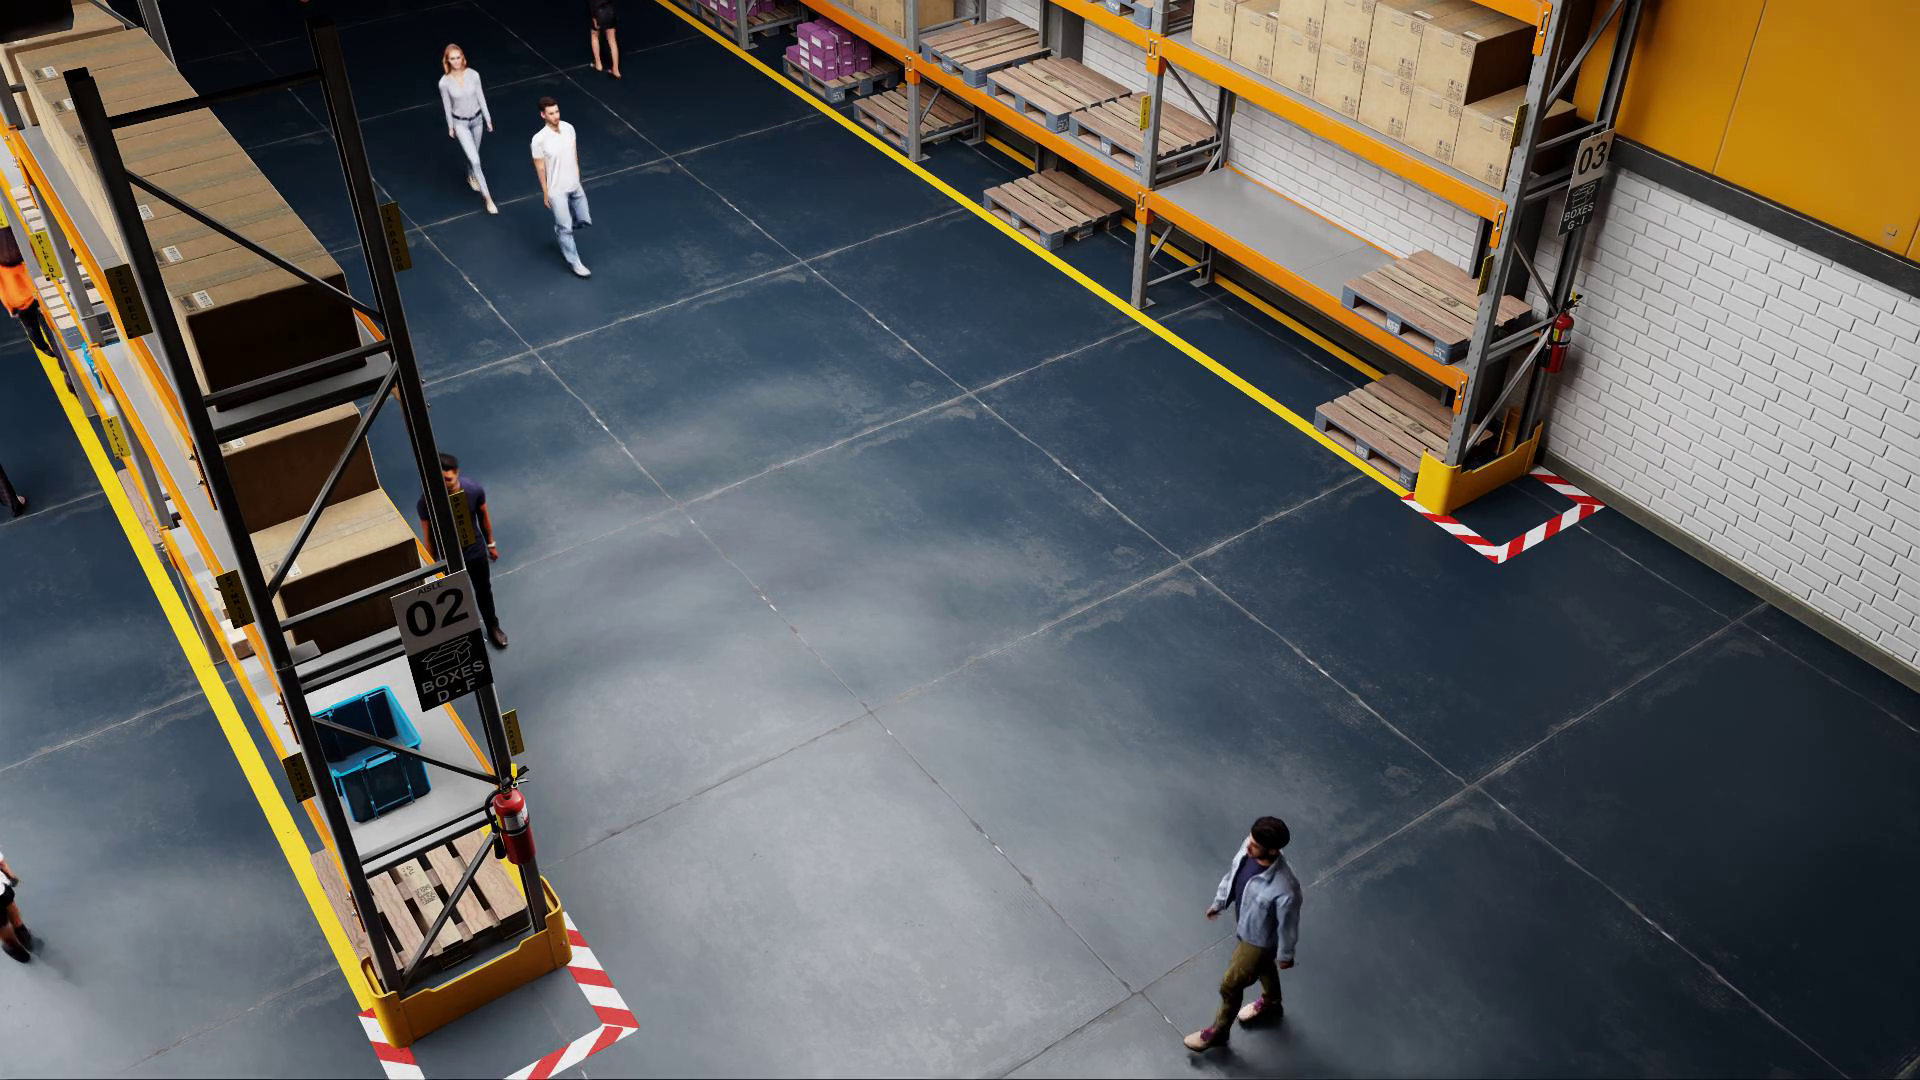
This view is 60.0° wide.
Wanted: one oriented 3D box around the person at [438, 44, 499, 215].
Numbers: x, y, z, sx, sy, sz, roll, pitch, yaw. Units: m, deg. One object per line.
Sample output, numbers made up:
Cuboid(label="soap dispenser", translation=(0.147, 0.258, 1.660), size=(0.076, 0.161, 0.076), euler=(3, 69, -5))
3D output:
Cuboid(label="person", translation=(-5.287, -4.463, 17.840), size=(0.672, 1.749, 1.165), euler=(-20, 43, -23))

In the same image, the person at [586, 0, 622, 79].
Cuboid(label="person", translation=(-4.362, -6.457, 20.508), size=(0.535, 1.535, 0.766), euler=(-24, 44, -27))

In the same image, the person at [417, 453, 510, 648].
Cuboid(label="person", translation=(-3.635, 0.076, 12.126), size=(0.680, 1.784, 0.573), euler=(-17, 42, -20))

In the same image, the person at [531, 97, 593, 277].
Cuboid(label="person", translation=(-4.011, -3.552, 16.620), size=(0.962, 1.847, 0.780), euler=(31, 48, 33))

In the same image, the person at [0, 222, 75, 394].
Cuboid(label="person", translation=(-8.293, -2.095, 14.912), size=(0.642, 1.701, 1.118), euler=(-22, 43, -25))

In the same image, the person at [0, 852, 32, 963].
Cuboid(label="person", translation=(-5.846, 2.106, 10.015), size=(0.603, 1.247, 0.572), euler=(24, 45, 27))

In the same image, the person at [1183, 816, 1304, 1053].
Cuboid(label="person", translation=(1.784, 2.200, 9.465), size=(0.955, 1.787, 0.977), euler=(-7, 39, -8))
